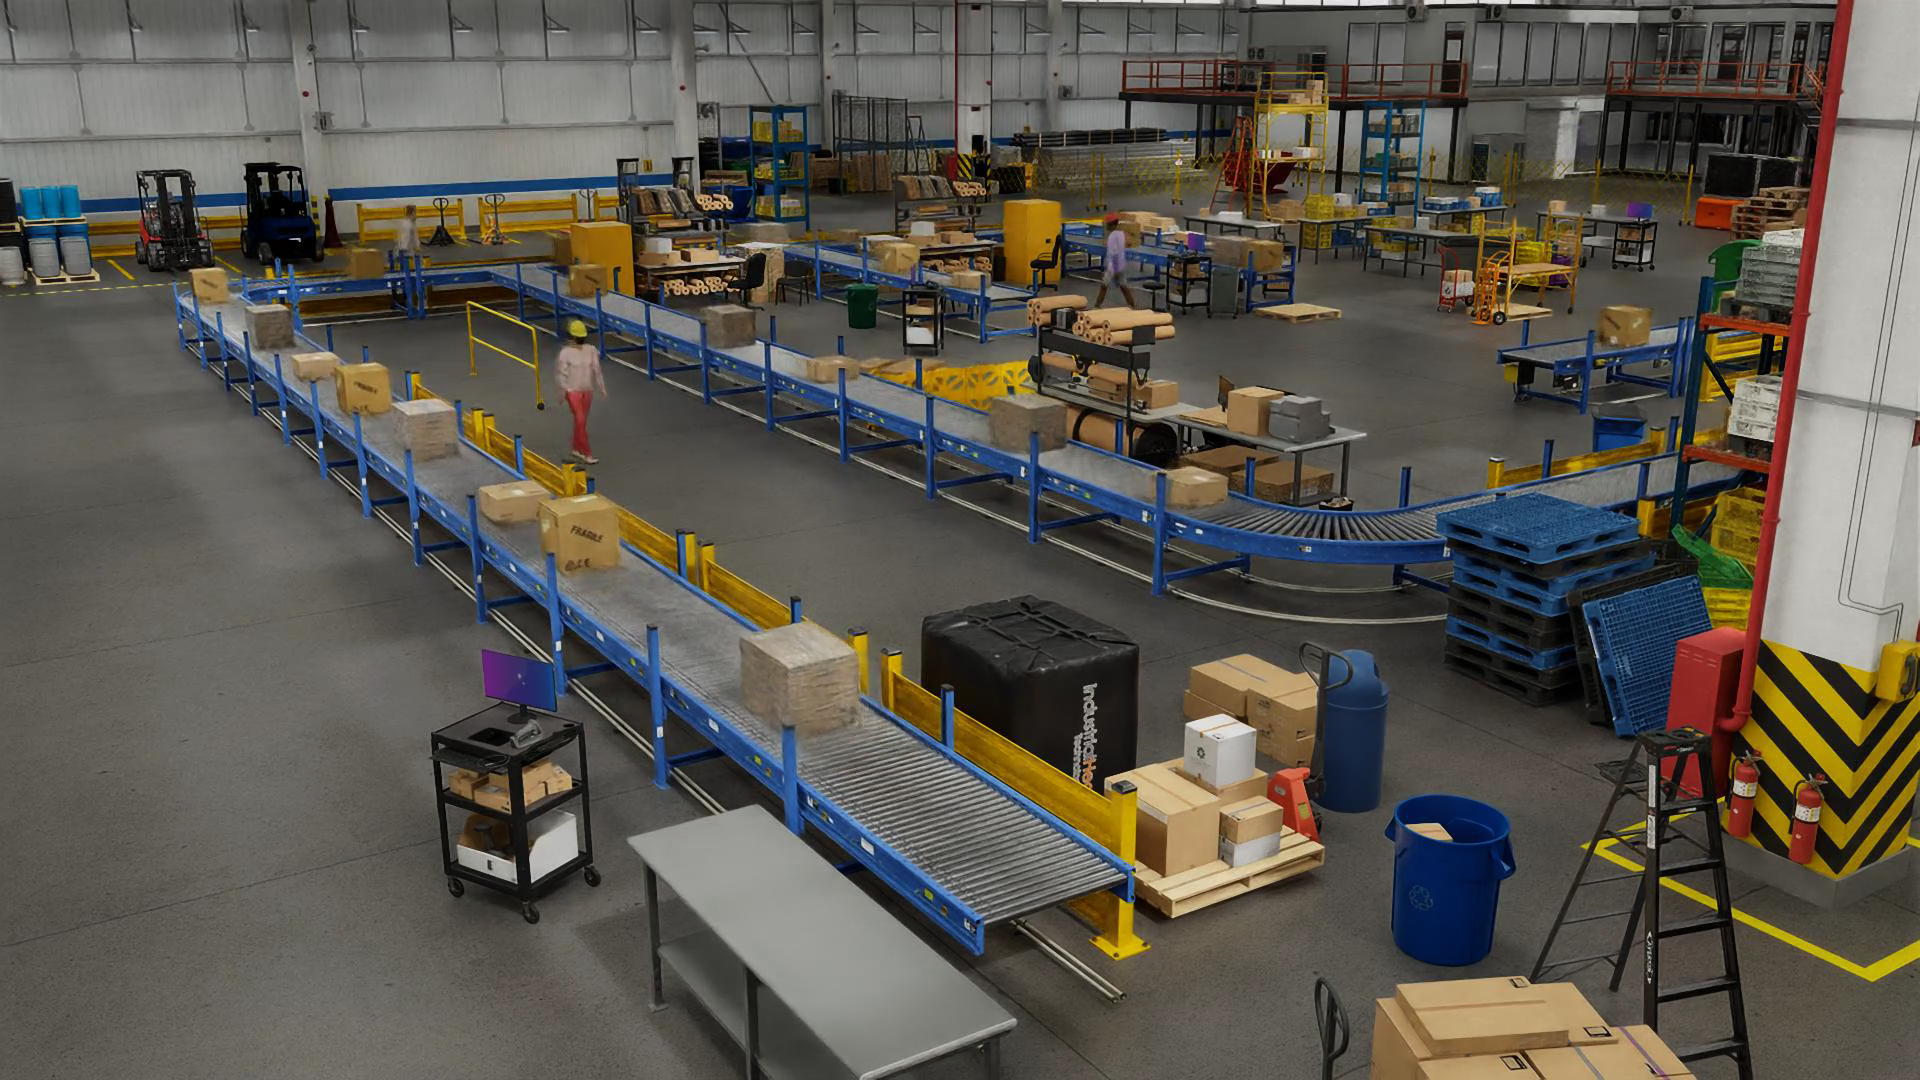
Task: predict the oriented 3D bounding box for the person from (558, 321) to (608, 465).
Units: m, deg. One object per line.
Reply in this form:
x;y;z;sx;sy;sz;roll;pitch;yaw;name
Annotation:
-4.528;-1.778;20.105;0.843;1.728;0.527;15;22;41;person

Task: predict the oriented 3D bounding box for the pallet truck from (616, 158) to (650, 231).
-8.918;-9.176;44.255;0.823;1.965;1.885;-9;19;-27;pallet truck

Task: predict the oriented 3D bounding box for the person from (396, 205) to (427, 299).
-10.842;-5.666;32.824;0.976;1.856;0.670;-8;18;-24;person

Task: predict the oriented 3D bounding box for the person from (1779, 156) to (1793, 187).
24.103;-10.311;48.486;0.528;1.739;0.848;-9;19;-28;person

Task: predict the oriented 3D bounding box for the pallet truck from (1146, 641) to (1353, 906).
1.664;1.407;10.232;1.630;1.274;0.653;-10;20;-31;pallet truck

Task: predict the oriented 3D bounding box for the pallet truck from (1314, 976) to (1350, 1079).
2.299;2.390;7.086;1.601;1.201;0.680;-2;17;-7;pallet truck

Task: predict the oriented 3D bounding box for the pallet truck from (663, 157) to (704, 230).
-7.586;-9.308;44.692;0.823;1.965;1.885;-11;20;-33;pallet truck

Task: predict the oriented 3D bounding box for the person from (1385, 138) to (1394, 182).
14.479;-12.708;56.279;0.506;1.839;0.343;-14;22;-39;person

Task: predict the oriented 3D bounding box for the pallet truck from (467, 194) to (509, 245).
-11.983;-8.177;42.137;0.704;1.261;1.522;-11;20;-33;pallet truck

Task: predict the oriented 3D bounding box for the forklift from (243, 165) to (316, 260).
-15.898;-7.669;38.708;1.157;1.987;2.680;-11;20;-33;forklift

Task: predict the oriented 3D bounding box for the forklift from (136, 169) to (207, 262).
-17.842;-7.318;37.559;1.157;1.987;2.680;-10;20;-31;forklift

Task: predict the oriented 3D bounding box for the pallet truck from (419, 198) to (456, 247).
-13.250;-8.060;41.856;0.680;1.201;1.601;-10;20;-31;pallet truck

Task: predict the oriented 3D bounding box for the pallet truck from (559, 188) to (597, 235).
-10.010;-8.652;43.699;0.653;1.274;1.630;-10;20;-31;pallet truck

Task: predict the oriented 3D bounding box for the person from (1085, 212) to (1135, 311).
2.805;-4.968;30.305;1.142;1.970;0.587;11;20;31;person
